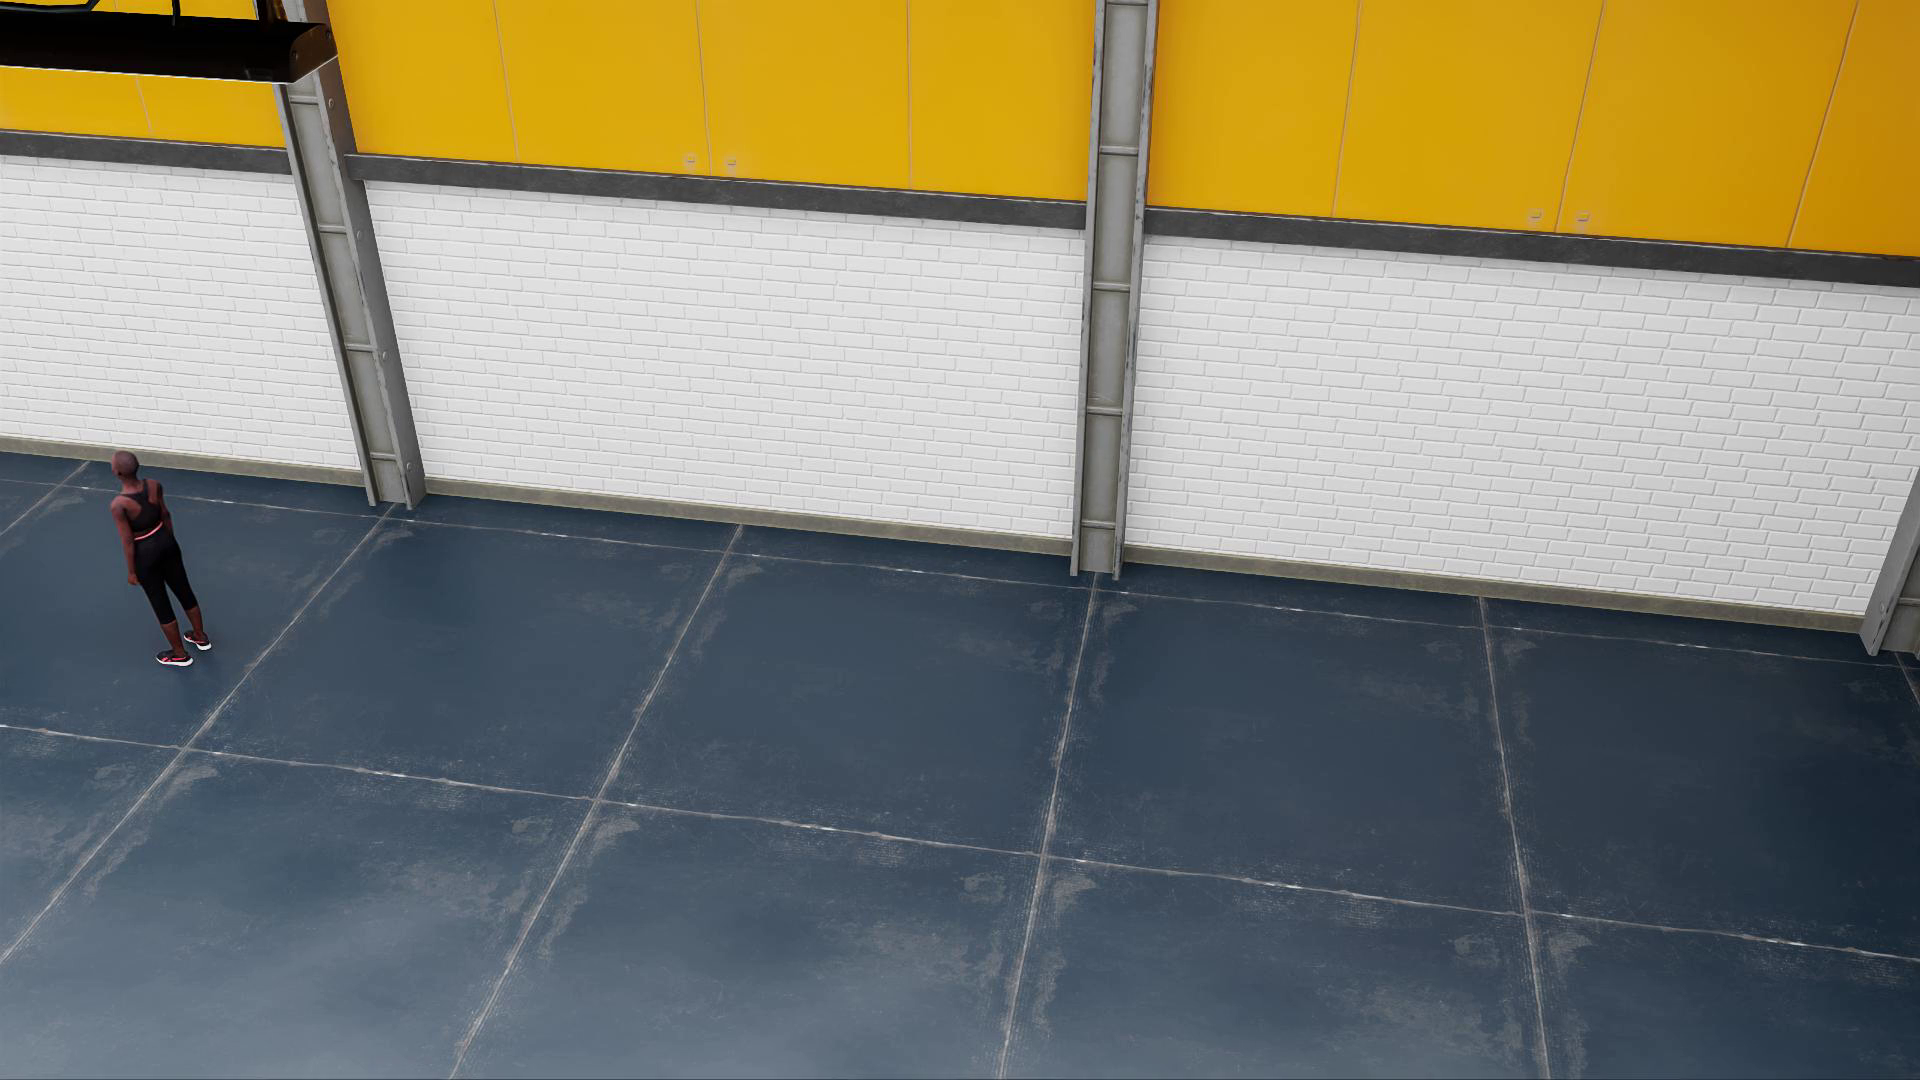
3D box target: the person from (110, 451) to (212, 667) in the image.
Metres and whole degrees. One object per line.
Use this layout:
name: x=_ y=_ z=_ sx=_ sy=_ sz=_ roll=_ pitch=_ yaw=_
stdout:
person: x=-5.767 y=0.119 z=11.934 sx=0.622 sy=1.757 sz=0.642 roll=15 pitch=37 yaw=22
